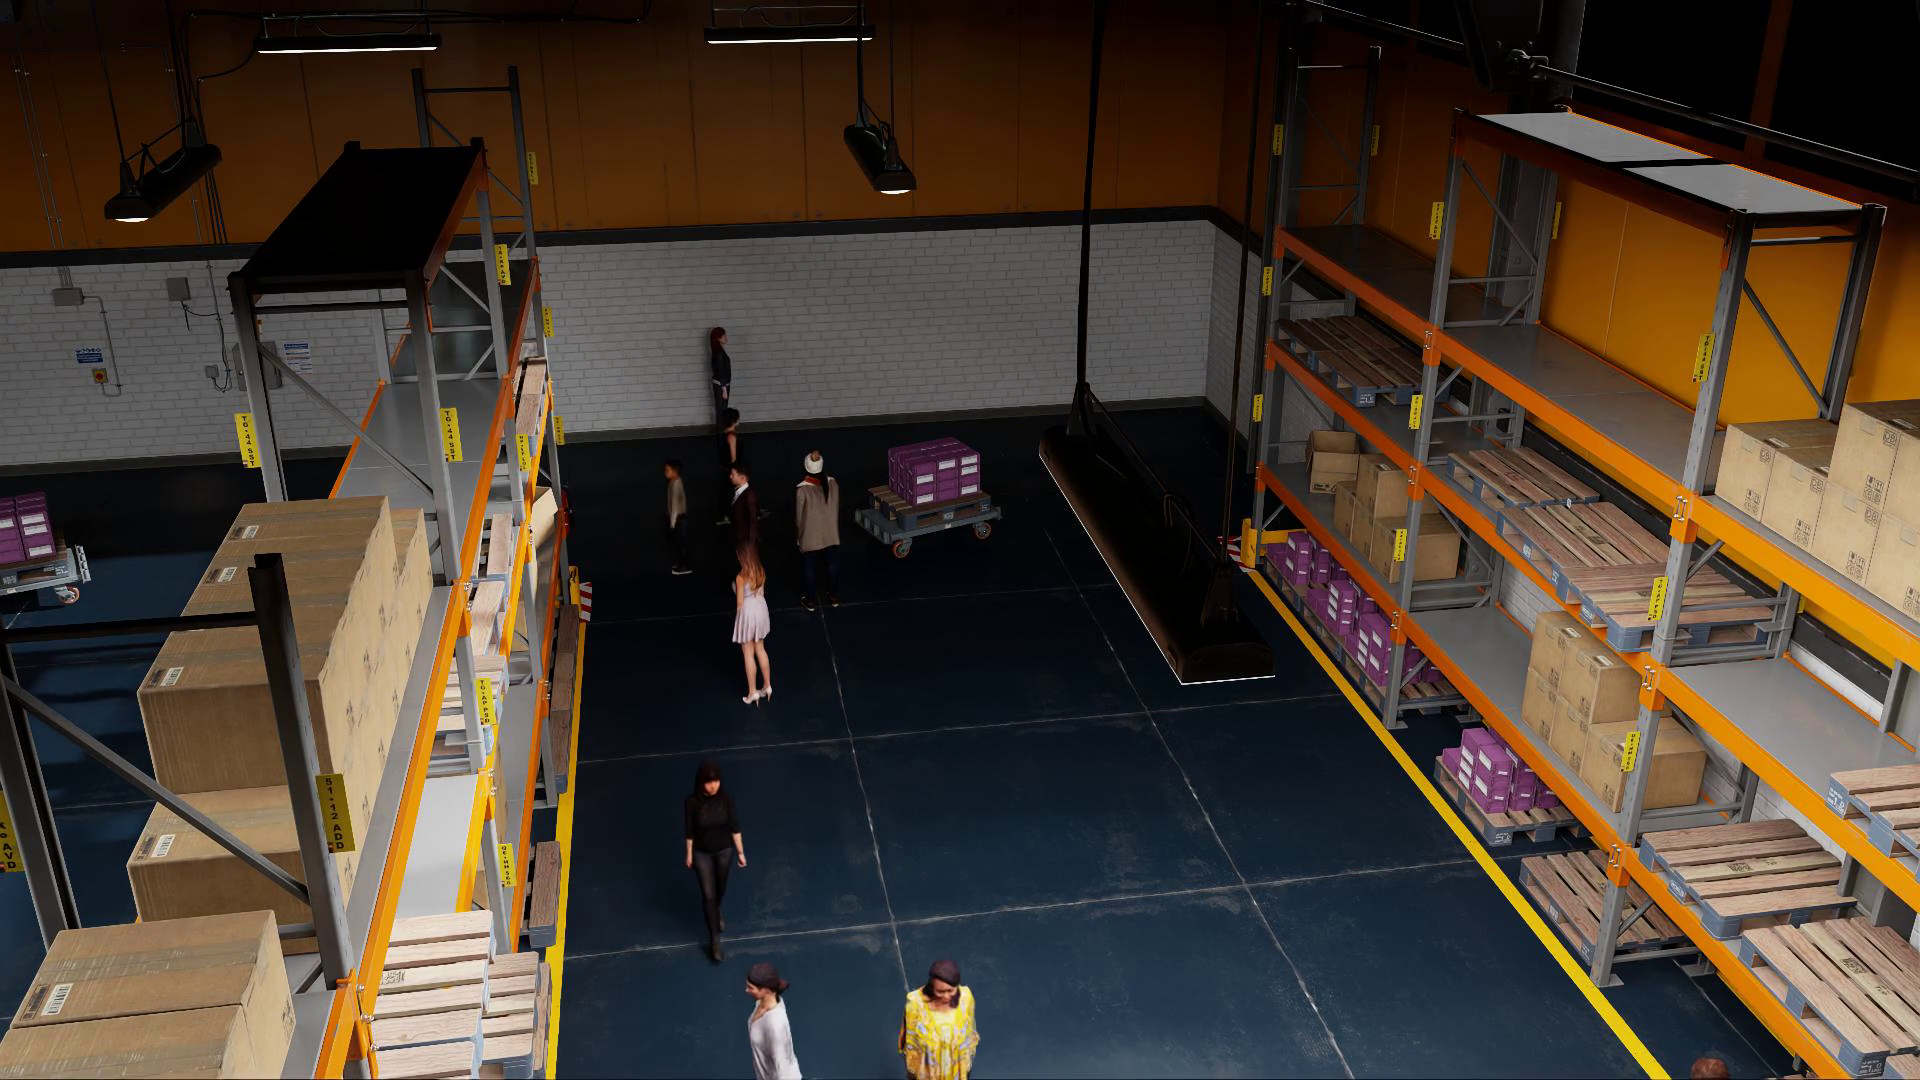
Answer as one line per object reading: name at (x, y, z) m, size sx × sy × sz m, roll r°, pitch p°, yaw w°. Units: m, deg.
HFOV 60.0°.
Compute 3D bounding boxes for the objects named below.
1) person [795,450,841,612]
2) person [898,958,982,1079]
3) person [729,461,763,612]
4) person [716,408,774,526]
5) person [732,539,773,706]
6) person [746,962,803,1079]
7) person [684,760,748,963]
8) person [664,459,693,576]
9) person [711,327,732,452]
person at (-1.594, -0.126, 18.615) m, size 0.768 × 1.892 × 0.784 m, roll -13°, pitch 27°, yaw -27°
person at (-0.150, 3.381, 10.911) m, size 0.742 × 1.638 × 0.877 m, roll -7°, pitch 25°, yaw -15°
person at (-2.347, -0.003, 18.369) m, size 0.760 × 1.864 × 0.551 m, roll -7°, pitch 25°, yaw -15°
person at (-2.922, -0.894, 20.829) m, size 0.804 × 1.526 × 0.951 m, roll -12°, pitch 26°, yaw -26°
person at (-2.073, 0.820, 16.609) m, size 0.741 × 1.766 × 0.681 m, roll 16°, pitch 28°, yaw 32°
person at (-1.079, 3.438, 10.640) m, size 0.707 × 1.750 × 0.785 m, roll -6°, pitch 24°, yaw -14°
person at (-1.961, 2.422, 13.130) m, size 0.720 × 1.617 × 0.967 m, roll -9°, pitch 25°, yaw -19°
person at (-3.240, -0.282, 19.520) m, size 0.626 × 1.454 × 0.465 m, roll -5°, pitch 24°, yaw -11°
person at (-3.341, -2.129, 23.339) m, size 0.643 × 1.779 × 0.409 m, roll -4°, pitch 24°, yaw -9°
